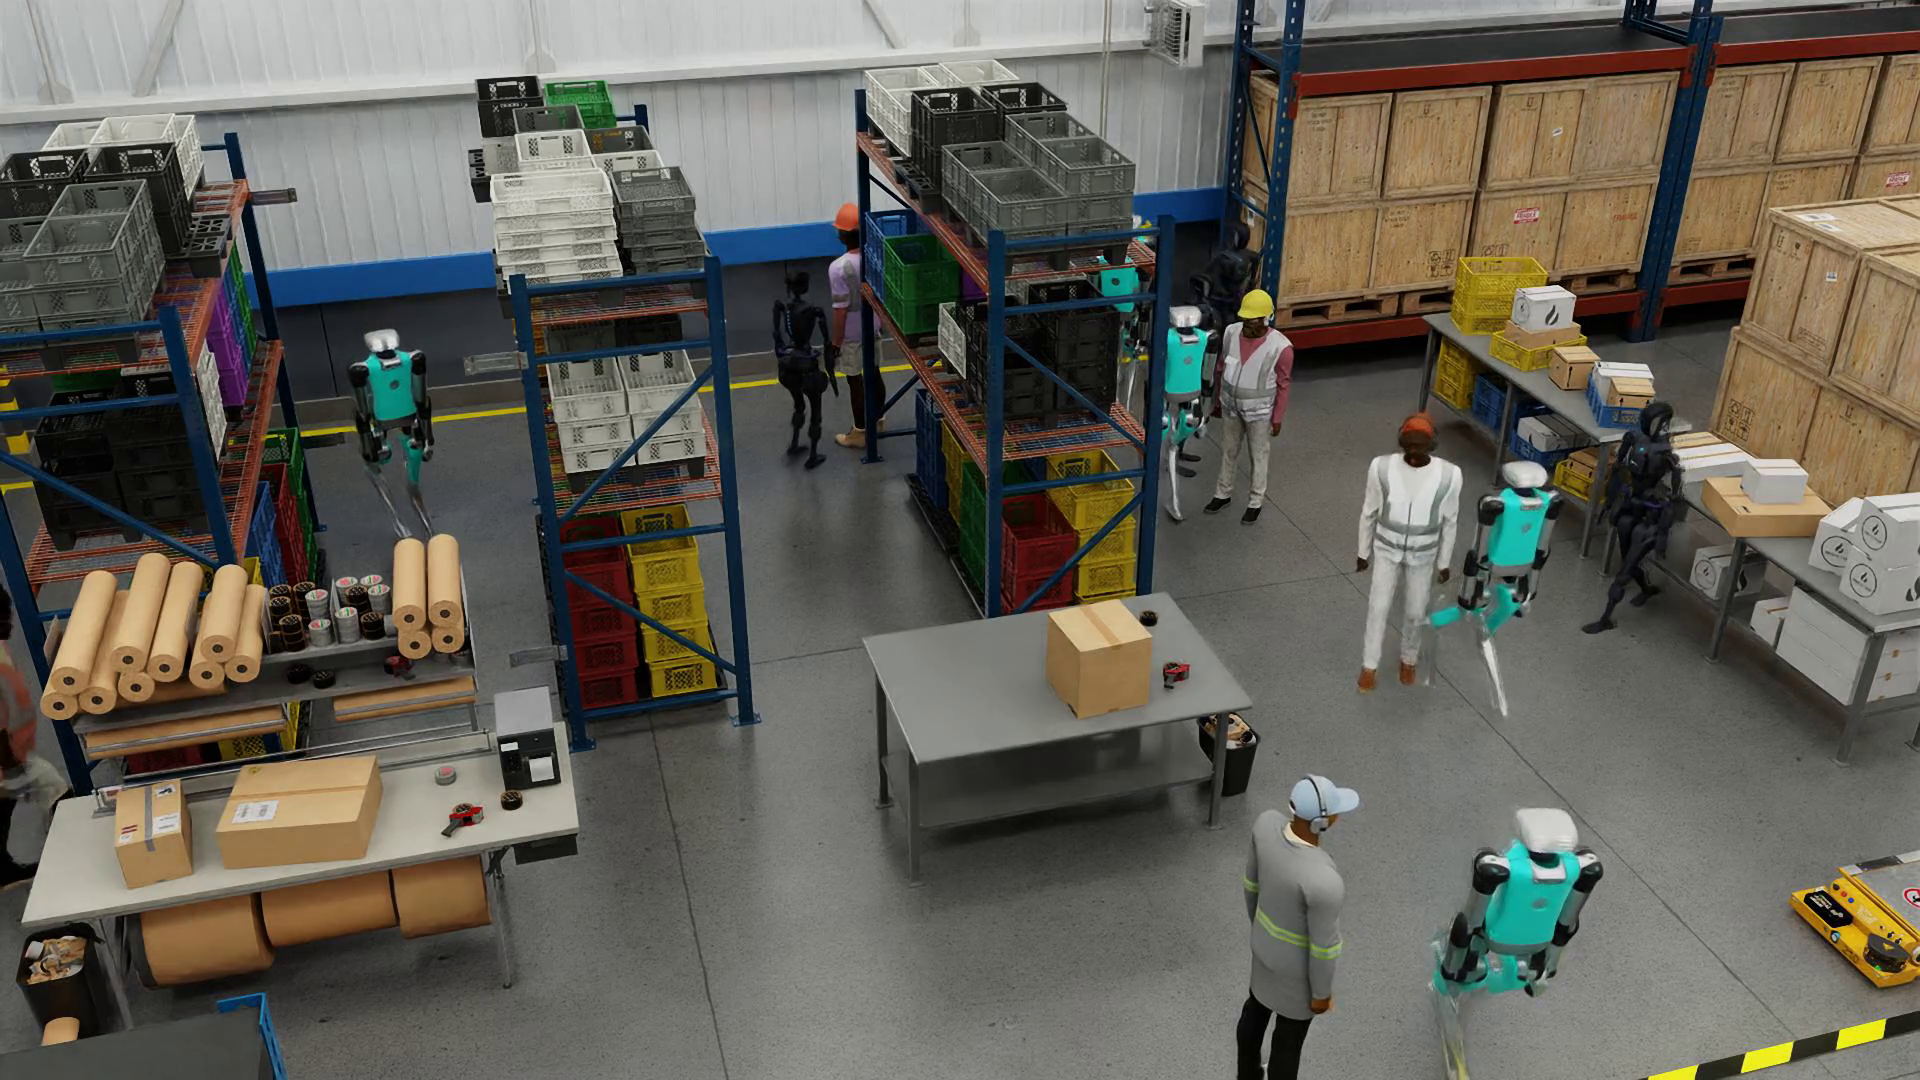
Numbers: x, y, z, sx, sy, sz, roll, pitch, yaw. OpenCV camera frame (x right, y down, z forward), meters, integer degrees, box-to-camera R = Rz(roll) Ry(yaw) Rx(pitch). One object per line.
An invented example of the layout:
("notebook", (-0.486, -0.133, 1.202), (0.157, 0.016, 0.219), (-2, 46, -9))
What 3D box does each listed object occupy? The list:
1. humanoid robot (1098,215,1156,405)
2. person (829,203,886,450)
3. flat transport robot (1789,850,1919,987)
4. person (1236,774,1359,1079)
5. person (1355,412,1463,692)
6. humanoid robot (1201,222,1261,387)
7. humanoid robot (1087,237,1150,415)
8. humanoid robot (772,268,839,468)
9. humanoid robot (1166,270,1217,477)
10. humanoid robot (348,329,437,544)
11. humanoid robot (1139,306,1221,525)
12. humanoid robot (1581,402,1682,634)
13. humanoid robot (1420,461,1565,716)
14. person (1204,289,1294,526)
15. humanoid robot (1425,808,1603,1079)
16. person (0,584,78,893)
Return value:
("humanoid robot", (1.385, -2.063, 14.435), (0.546, 1.742, 0.990), (1, 29, 1))
("person", (-0.841, -1.713, 13.439), (0.389, 2.044, 0.606), (21, 35, 34))
("flat transport robot", (5.163, 1.916, 8.676), (1.431, 0.231, 0.659), (-8, 30, -14))
("person", (1.461, 1.787, 7.267), (0.399, 1.852, 0.589), (-12, 31, -20))
("person", (2.755, 0.092, 10.327), (0.576, 1.888, 0.382), (9, 30, 16))
("humanoid robot", (2.264, -1.960, 14.302), (0.584, 1.624, 0.700), (-13, 31, -22))
("humanoid robot", (1.348, -1.796, 13.765), (0.533, 1.677, 0.735), (10, 30, 17))
("humanoid robot", (-1.214, -1.372, 13.185), (0.589, 1.647, 0.385), (15, 32, 26))
("humanoid robot", (1.843, -1.338, 13.120), (0.315, 1.655, 0.599), (9, 30, 16))
("humanoid robot", (-4.095, -0.720, 11.975), (0.536, 1.794, 0.835), (-19, 34, -31))
("humanoid robot", (1.547, -0.968, 12.362), (0.530, 1.762, 0.693), (-7, 30, -12))
("humanoid robot", (4.562, -0.174, 11.063), (0.748, 1.639, 0.609), (-12, 31, -21))
("humanoid robot", (3.203, 0.242, 10.267), (0.551, 1.803, 0.811), (-7, 30, -13))
("person", (2.131, -0.989, 12.336), (0.586, 1.834, 0.404), (20, 35, 32))
("humanoid robot", (2.344, 1.793, 7.465), (0.553, 1.847, 0.892), (-2, 29, -4))
("person", (-4.828, 1.041, 8.561), (0.814, 1.909, 0.686), (-14, 32, -24))
